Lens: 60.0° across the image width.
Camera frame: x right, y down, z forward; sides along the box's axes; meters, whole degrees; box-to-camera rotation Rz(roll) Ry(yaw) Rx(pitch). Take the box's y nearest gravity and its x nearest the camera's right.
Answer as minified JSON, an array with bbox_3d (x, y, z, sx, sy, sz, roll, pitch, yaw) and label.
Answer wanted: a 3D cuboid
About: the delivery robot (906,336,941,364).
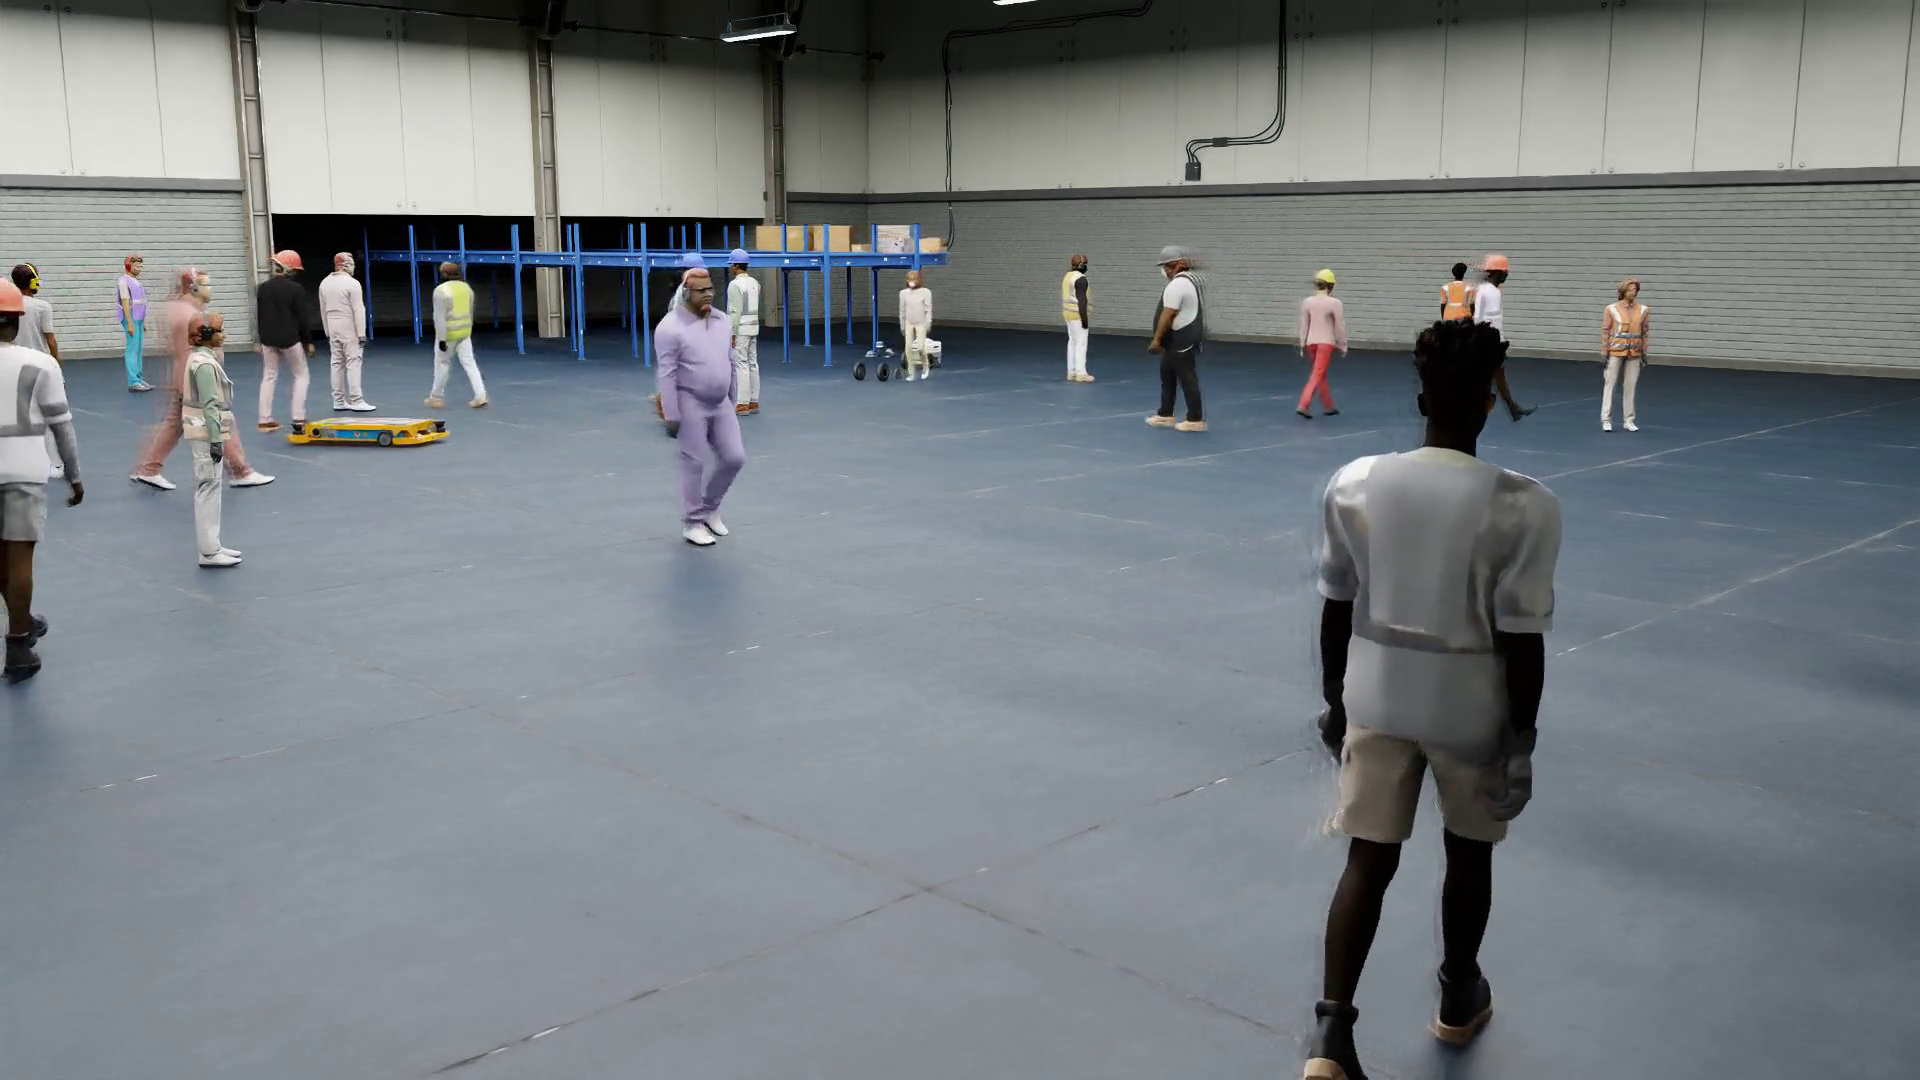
[{"bbox_3d":[-0.583,-3.058,26.604,0.477,0.478,0.707,5,11,24],"label":"delivery robot"}]

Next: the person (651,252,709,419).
[{"bbox_3d":[-3.092,-2.273,18.730,0.703,1.928,0.617,-2,11,-11],"label":"person"}]

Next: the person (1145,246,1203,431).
[{"bbox_3d":[2.316,-2.194,18.110,0.833,2.000,0.696,3,11,15],"label":"person"}]

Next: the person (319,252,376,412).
[{"bbox_3d":[-7.388,-2.505,20.065,0.643,1.905,0.399,5,12,28],"label":"person"}]

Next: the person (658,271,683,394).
[{"bbox_3d":[-3.512,-2.606,21.298,0.854,1.661,0.543,2,11,12],"label":"person"}]

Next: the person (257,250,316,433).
[{"bbox_3d":[-7.296,-2.149,18.010,0.620,1.954,0.528,3,11,15],"label":"person"}]

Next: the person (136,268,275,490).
[{"bbox_3d":[-6.410,-1.342,13.897,1.037,1.857,0.633,-7,12,-32],"label":"person"}]

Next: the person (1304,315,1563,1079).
[{"bbox_3d":[1.129,0.414,4.090,0.616,1.932,0.967,7,13,34],"label":"person"}]

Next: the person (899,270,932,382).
[{"bbox_3d":[-0.640,-3.106,24.151,0.515,1.609,0.385,4,11,20],"label":"person"}]

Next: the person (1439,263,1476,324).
[{"bbox_3d":[7.497,-3.321,25.074,0.535,1.697,0.318,5,11,24],"label":"person"}]

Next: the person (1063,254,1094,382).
[{"bbox_3d":[1.721,-3.241,24.285,0.429,1.837,0.639,-3,11,-16],"label":"person"}]

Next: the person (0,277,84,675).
[{"bbox_3d":[-4.671,-0.334,8.224,0.566,1.889,0.978,-2,11,-11],"label":"person"}]

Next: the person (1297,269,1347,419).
[{"bbox_3d":[4.204,-2.284,19.374,0.920,1.725,0.537,-9,14,-40],"label":"person"}]

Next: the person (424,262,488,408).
[{"bbox_3d":[-6.202,-2.515,20.432,0.972,1.795,0.643,6,12,30],"label":"person"}]

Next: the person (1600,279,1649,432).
[{"bbox_3d":[7.178,-1.992,17.988,0.538,1.637,0.326,-1,10,-5],"label":"person"}]

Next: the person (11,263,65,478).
[{"bbox_3d":[-8.097,-1.478,14.555,0.518,1.871,0.328,1,10,4],"label":"person"}]

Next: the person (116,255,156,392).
[{"bbox_3d":[-11.277,-2.954,22.692,0.389,1.837,0.563,-2,11,-10],"label":"person"}]

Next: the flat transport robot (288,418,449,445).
[{"bbox_3d":[-6.082,-1.129,17.130,1.431,0.197,0.652,1,10,8],"label":"flat transport robot"}]

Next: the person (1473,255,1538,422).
[{"bbox_3d":[5.998,-2.236,18.626,1.004,1.882,0.567,1,10,7],"label":"person"}]

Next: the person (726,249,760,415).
[{"bbox_3d":[-2.583,-2.468,19.738,0.390,1.946,0.614,4,11,19],"label":"person"}]

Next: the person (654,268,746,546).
[{"bbox_3d":[-1.756,-0.907,11.382,0.441,1.890,0.675,10,14,43],"label":"person"}]

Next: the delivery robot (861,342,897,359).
[{"bbox_3d":[-1.189,-2.812,24.570,0.335,0.223,0.698,6,12,30],"label":"delivery robot"}]

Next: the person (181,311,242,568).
[{"bbox_3d":[-4.820,-0.649,10.694,0.318,1.629,0.508,-6,12,-28],"label":"person"}]
